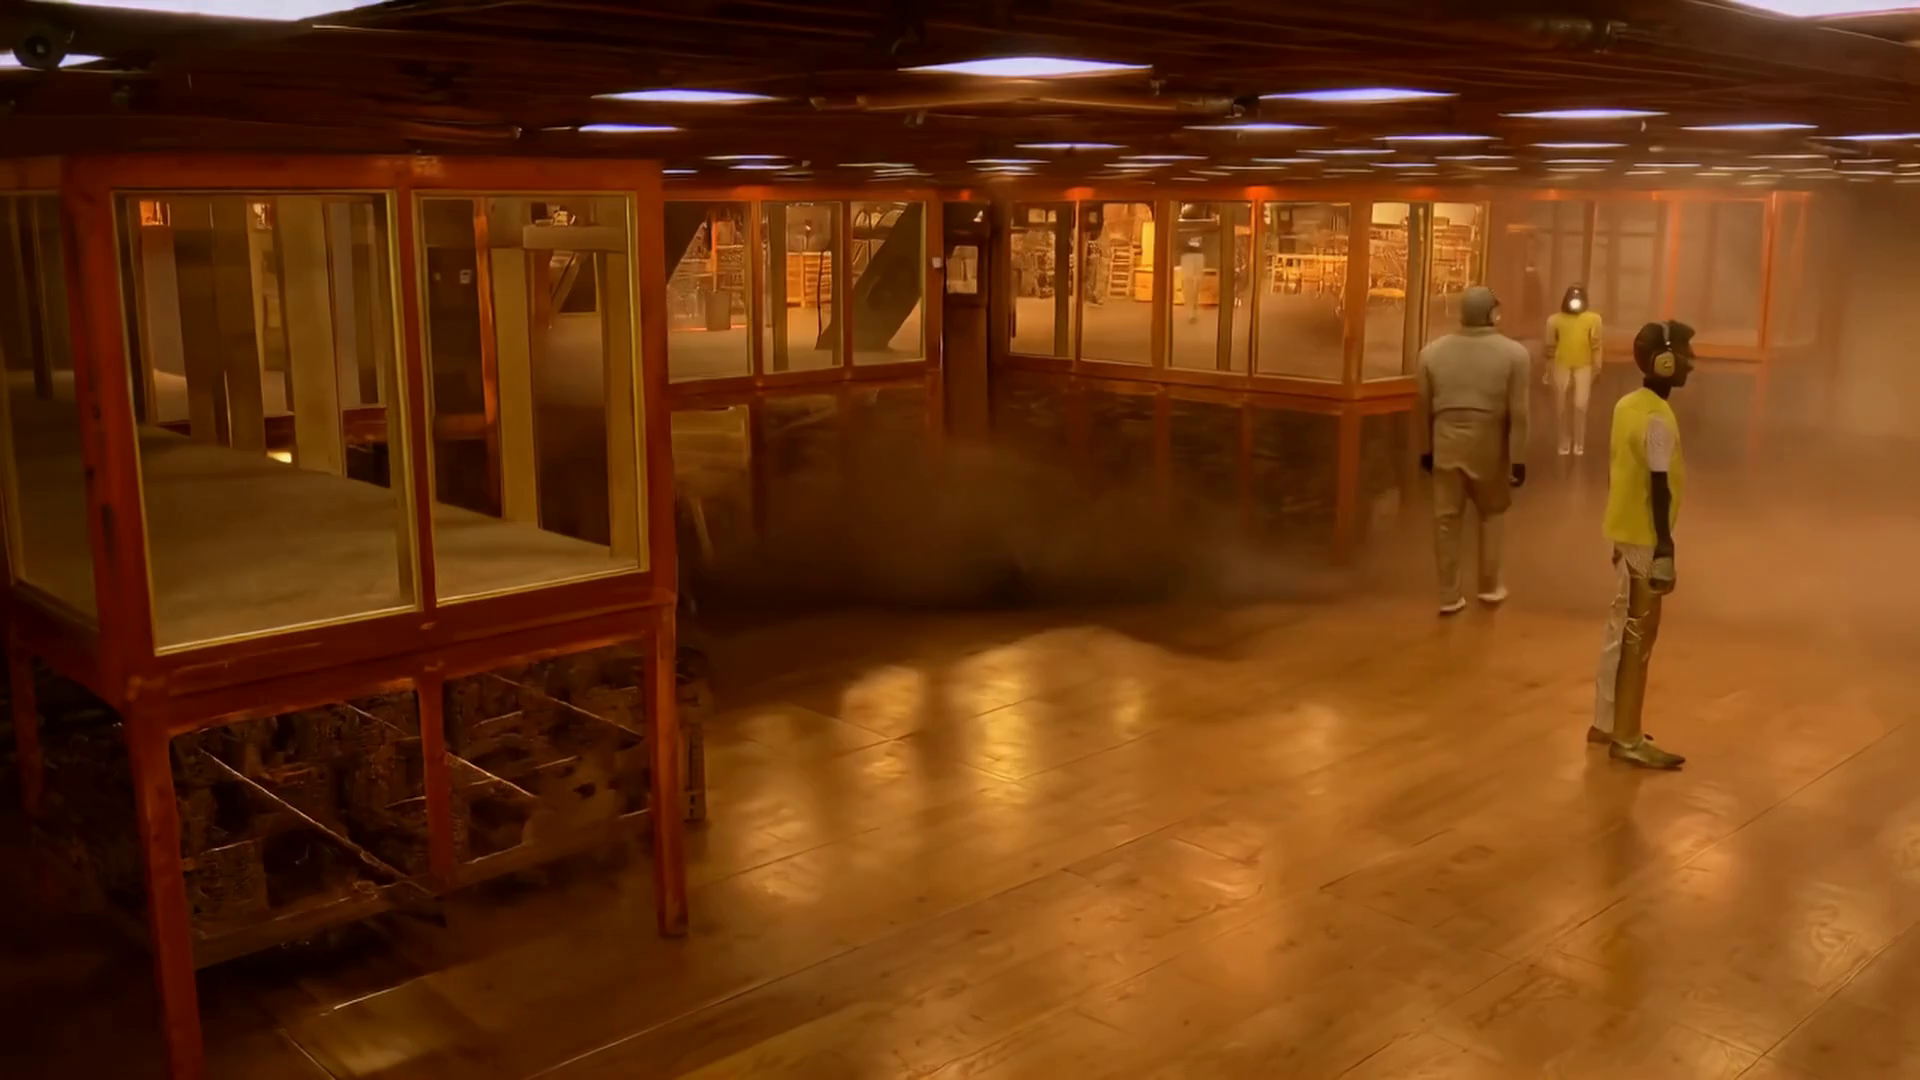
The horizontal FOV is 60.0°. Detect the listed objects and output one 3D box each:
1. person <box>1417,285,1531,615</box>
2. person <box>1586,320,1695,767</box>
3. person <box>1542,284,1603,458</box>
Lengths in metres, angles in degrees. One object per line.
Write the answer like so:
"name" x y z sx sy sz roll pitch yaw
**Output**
"person" 3.000 -0.529 9.659 0.680 1.880 0.756 7 13 32
"person" 2.886 0.015 6.995 0.325 1.871 0.524 0 11 0
"person" 5.723 -1.575 15.570 0.537 1.609 0.655 5 12 22
